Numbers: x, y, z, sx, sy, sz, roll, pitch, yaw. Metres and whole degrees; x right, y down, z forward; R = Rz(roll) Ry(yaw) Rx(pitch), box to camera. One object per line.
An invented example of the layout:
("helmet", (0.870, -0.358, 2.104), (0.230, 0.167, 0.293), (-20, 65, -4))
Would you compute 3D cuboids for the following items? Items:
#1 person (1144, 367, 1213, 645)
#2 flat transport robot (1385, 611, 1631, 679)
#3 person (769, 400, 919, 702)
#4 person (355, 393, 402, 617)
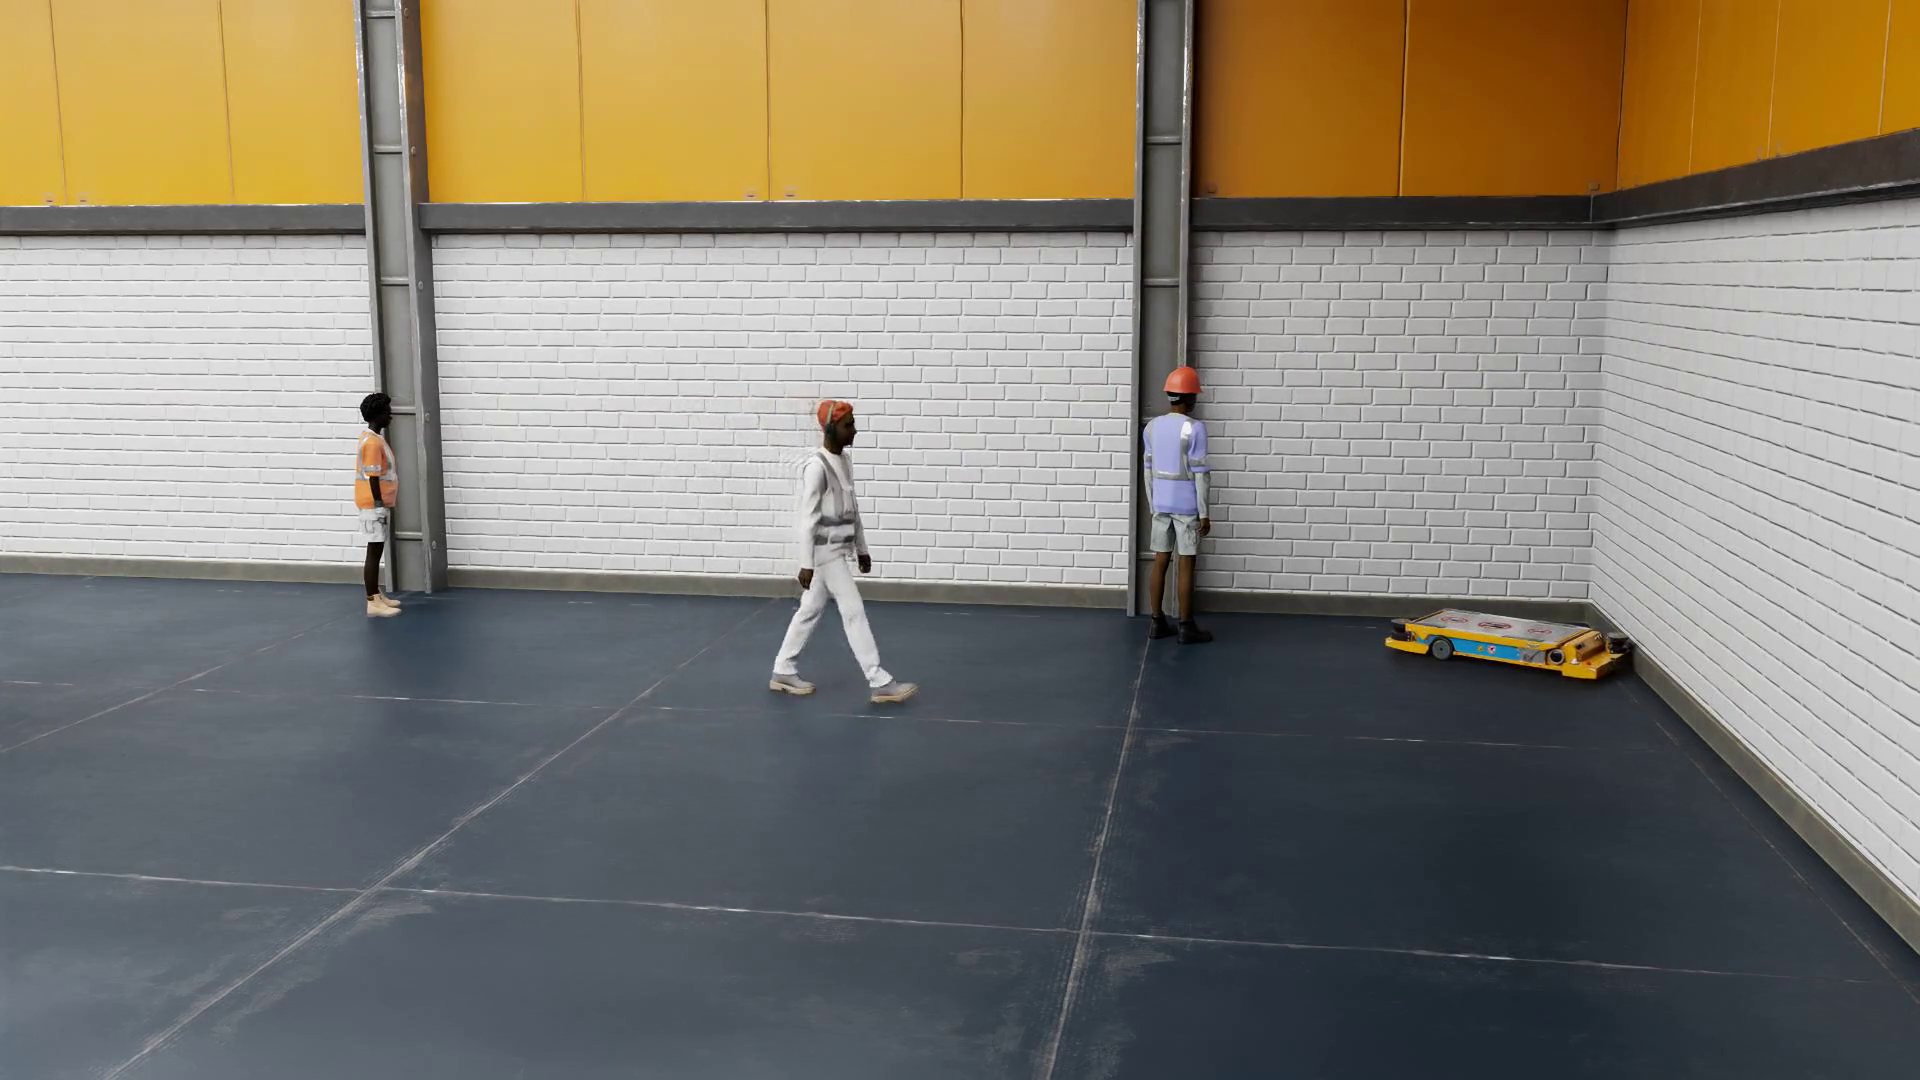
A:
("person", (1.537, -0.239, 11.640), (0.362, 1.938, 0.545), (-9, 13, -43))
("flat transport robot", (3.658, 0.674, 11.133), (1.431, 0.197, 0.652), (8, 12, 39))
("person", (-0.752, 0.067, 10.084), (0.980, 1.832, 0.598), (2, 9, 12))
("person", (-4.407, -0.268, 12.579), (0.317, 1.693, 0.535), (-3, 10, -17))
